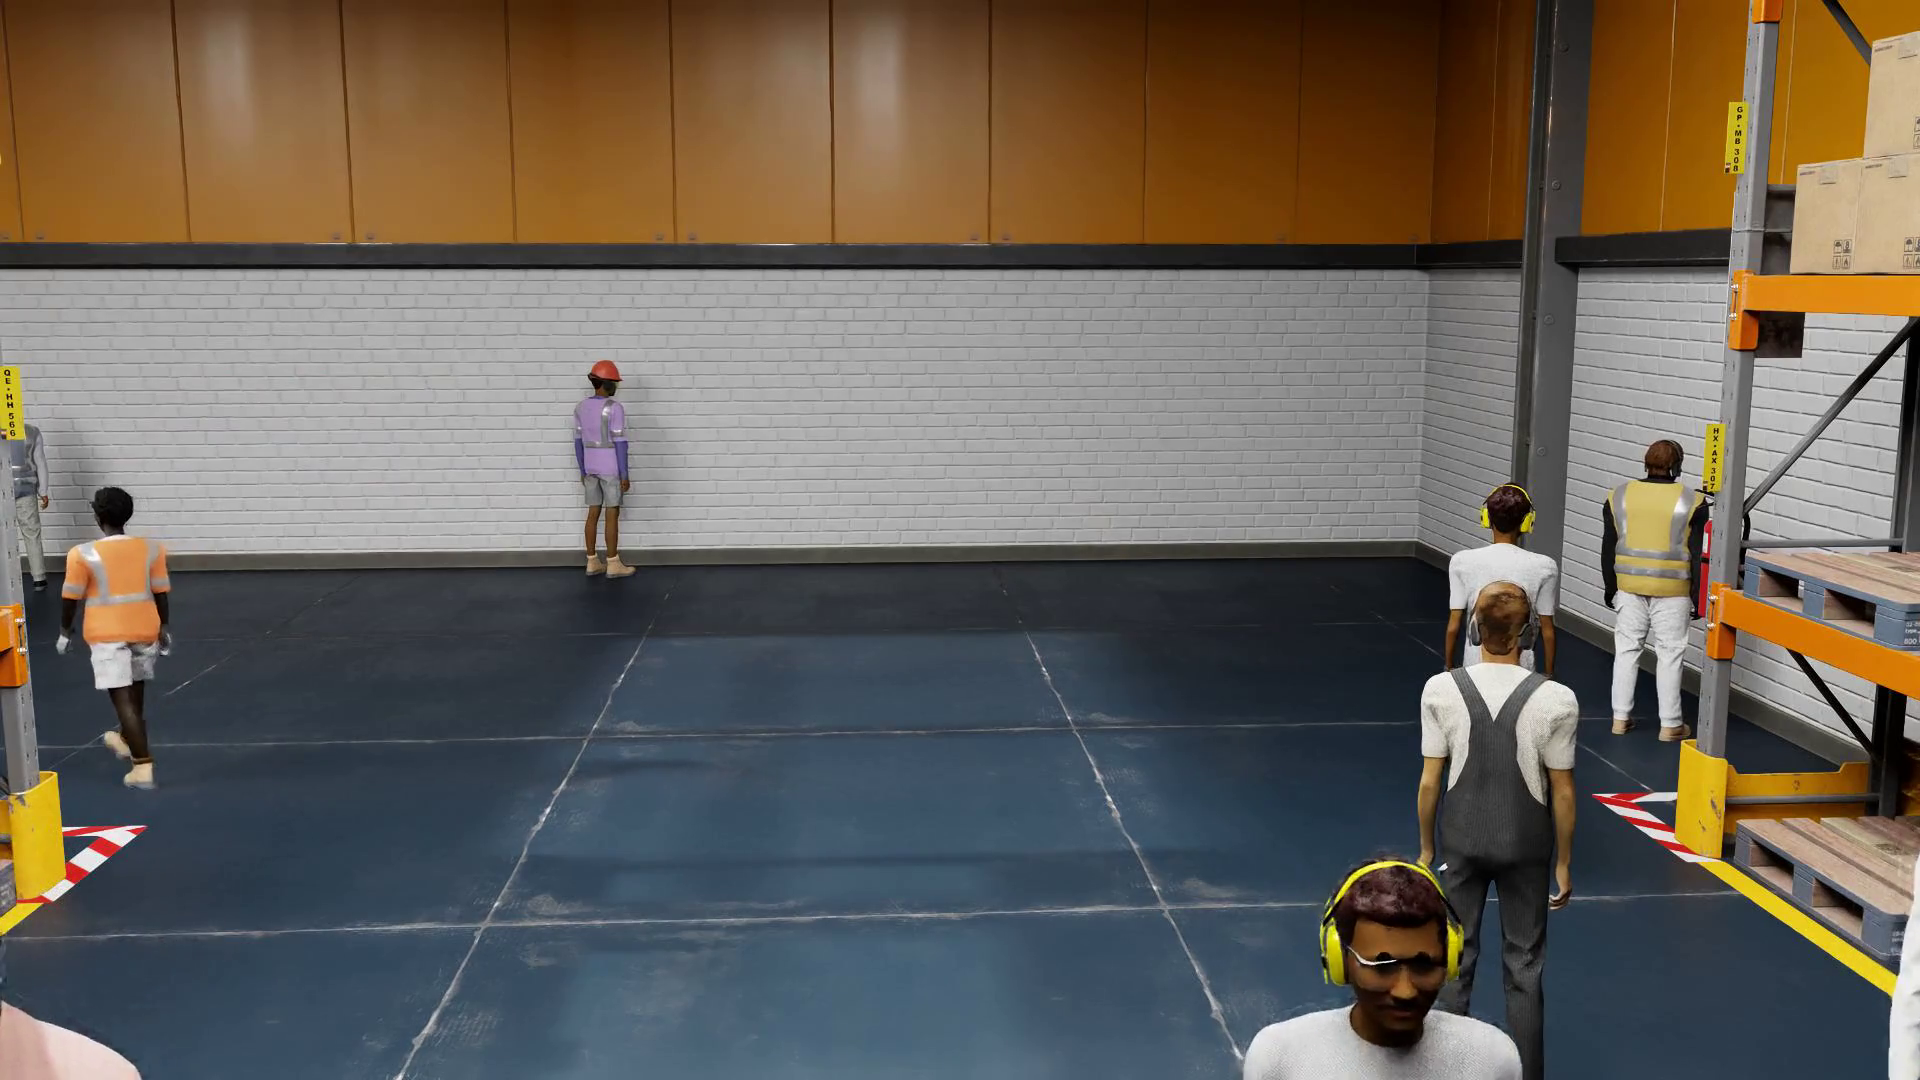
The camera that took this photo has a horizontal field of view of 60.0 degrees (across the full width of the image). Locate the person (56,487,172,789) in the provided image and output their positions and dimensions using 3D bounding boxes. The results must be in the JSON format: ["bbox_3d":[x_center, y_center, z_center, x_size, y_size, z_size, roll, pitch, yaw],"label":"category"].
[{"bbox_3d":[-4.752,0.530,9.344,0.874,1.649,0.552,7,11,36],"label":"person"}]

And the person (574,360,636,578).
[{"bbox_3d":[-3.332,-0.669,15.657,0.614,2.039,0.394,6,11,33],"label":"person"}]

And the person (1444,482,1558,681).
[{"bbox_3d":[2.540,0.661,7.846,0.530,1.869,0.311,3,10,20],"label":"person"}]

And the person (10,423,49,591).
[{"bbox_3d":[-8.474,-0.437,14.853,0.597,1.831,0.403,-6,11,-32],"label":"person"}]

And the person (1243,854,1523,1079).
[{"bbox_3d":[0.754,1.437,3.060,0.519,1.849,0.806,0,9,-1],"label":"person"}]

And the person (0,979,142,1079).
[{"bbox_3d":[-1.691,1.478,2.755,0.653,1.854,0.982,-1,9,-8],"label":"person"}]

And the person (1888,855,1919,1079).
[{"bbox_3d":[2.561,1.281,4.043,0.590,1.851,0.949,2,9,14],"label":"person"}]

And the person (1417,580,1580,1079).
[{"bbox_3d":[1.774,1.045,5.527,0.504,1.840,0.345,4,10,25],"label":"person"}]

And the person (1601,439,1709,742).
[{"bbox_3d":[4.255,0.302,10.183,0.627,1.843,0.429,8,12,40],"label":"person"}]
